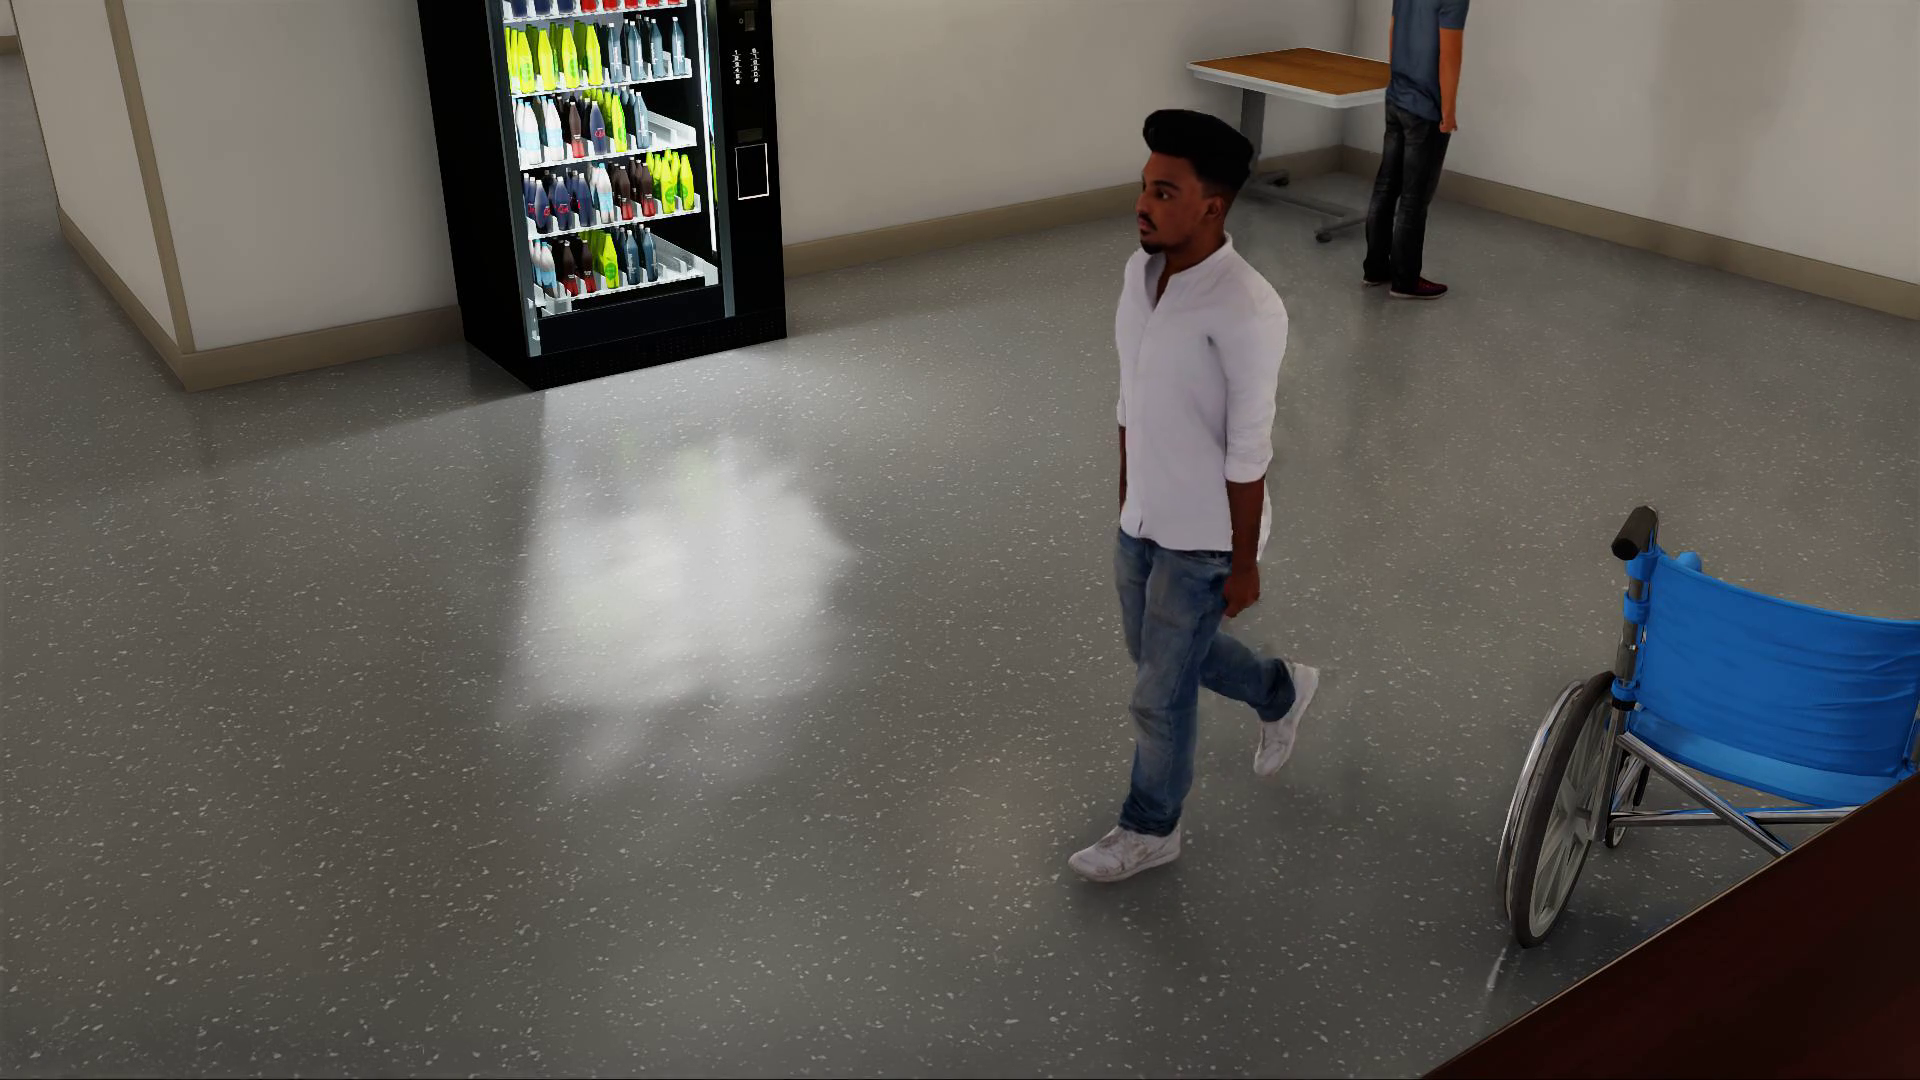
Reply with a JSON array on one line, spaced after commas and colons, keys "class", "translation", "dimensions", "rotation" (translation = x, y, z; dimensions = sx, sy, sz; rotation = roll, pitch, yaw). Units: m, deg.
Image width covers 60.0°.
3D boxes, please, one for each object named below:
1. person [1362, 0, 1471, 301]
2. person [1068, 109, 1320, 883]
[{"class": "person", "translation": [2.171, -2.066, 7.882], "dimensions": [0.648, 1.810, 0.705], "rotation": [-8, 27, -16]}, {"class": "person", "translation": [0.586, -0.071, 3.769], "dimensions": [1.040, 1.789, 0.709], "rotation": [-14, 29, -26]}]
